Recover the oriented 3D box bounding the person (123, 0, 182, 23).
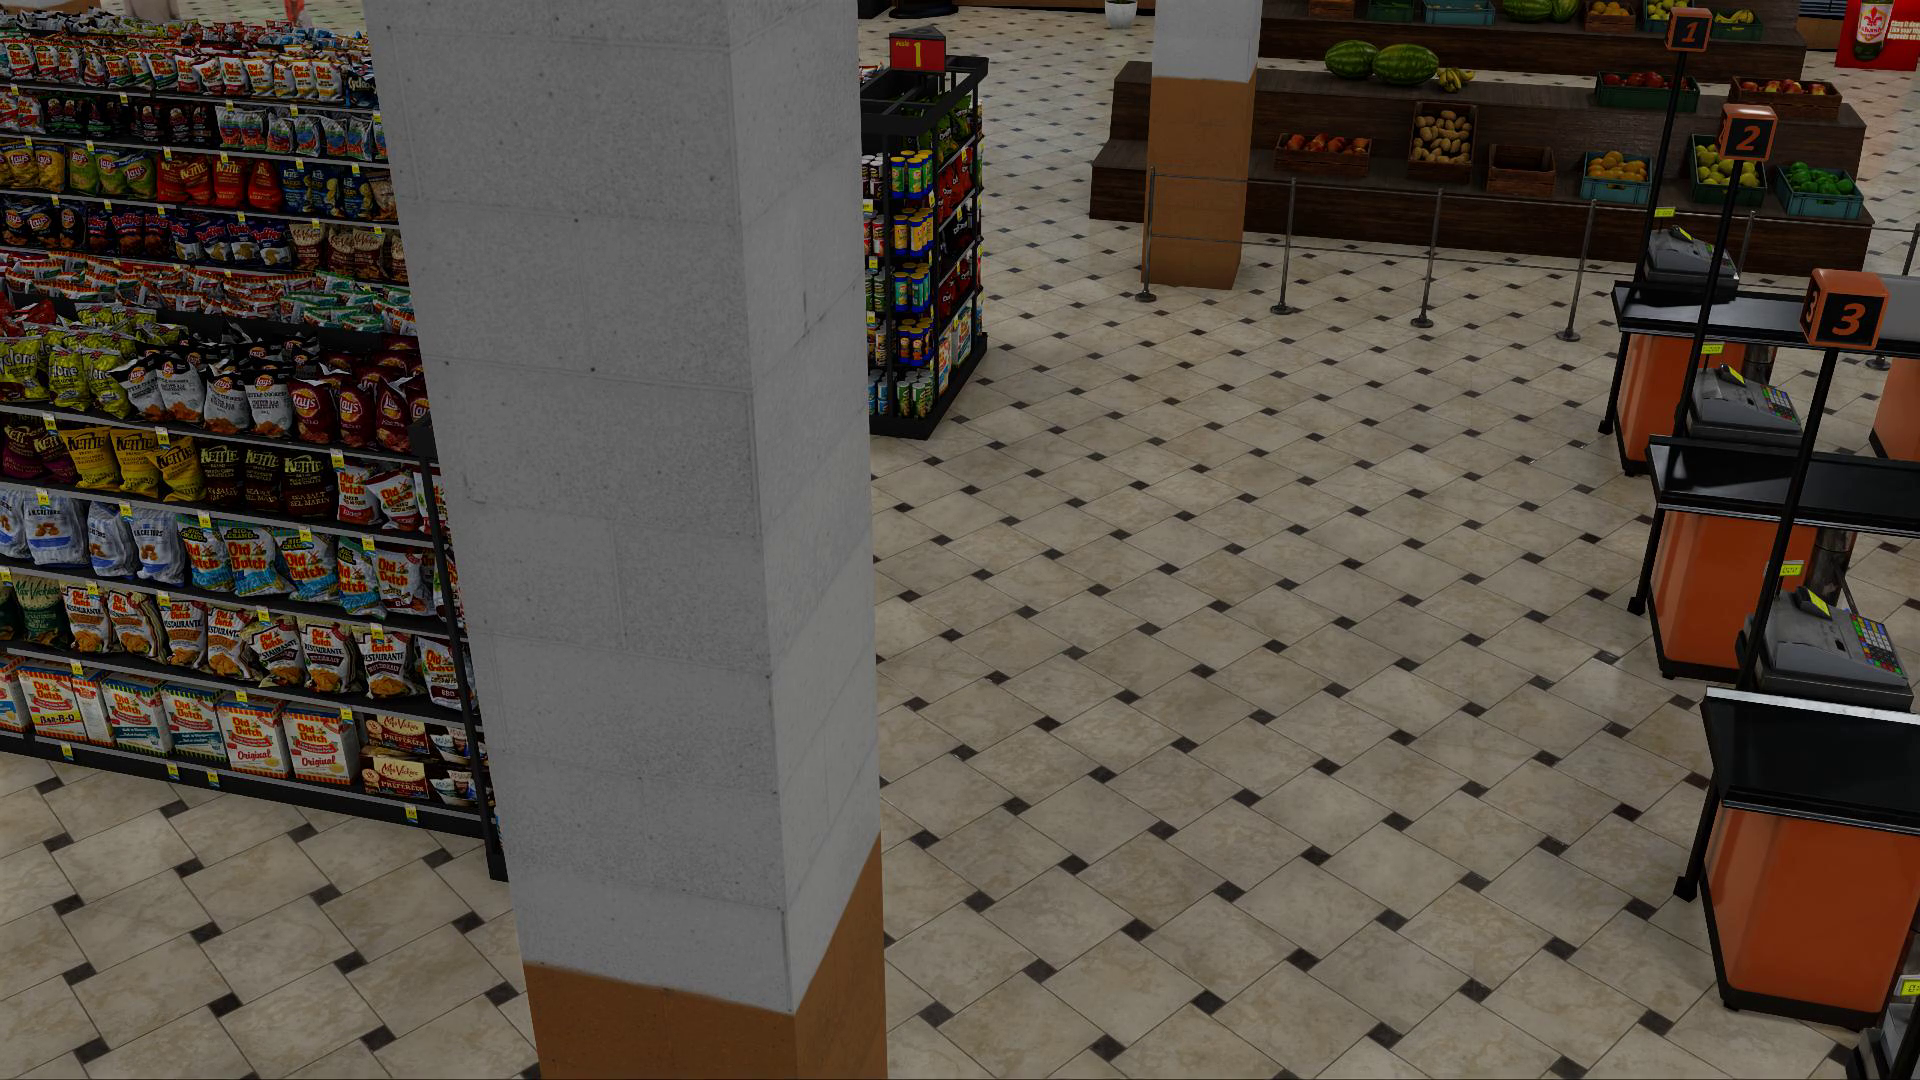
[{"bbox_3d":[-7.595,-4.698,15.830,0.646,1.809,0.765,-8,30,-14],"label":"person"}]

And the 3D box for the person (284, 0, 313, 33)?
[{"bbox_3d":[-7.212,-5.699,18.185,0.580,1.310,0.546,-6,29,-10],"label":"person"}]
